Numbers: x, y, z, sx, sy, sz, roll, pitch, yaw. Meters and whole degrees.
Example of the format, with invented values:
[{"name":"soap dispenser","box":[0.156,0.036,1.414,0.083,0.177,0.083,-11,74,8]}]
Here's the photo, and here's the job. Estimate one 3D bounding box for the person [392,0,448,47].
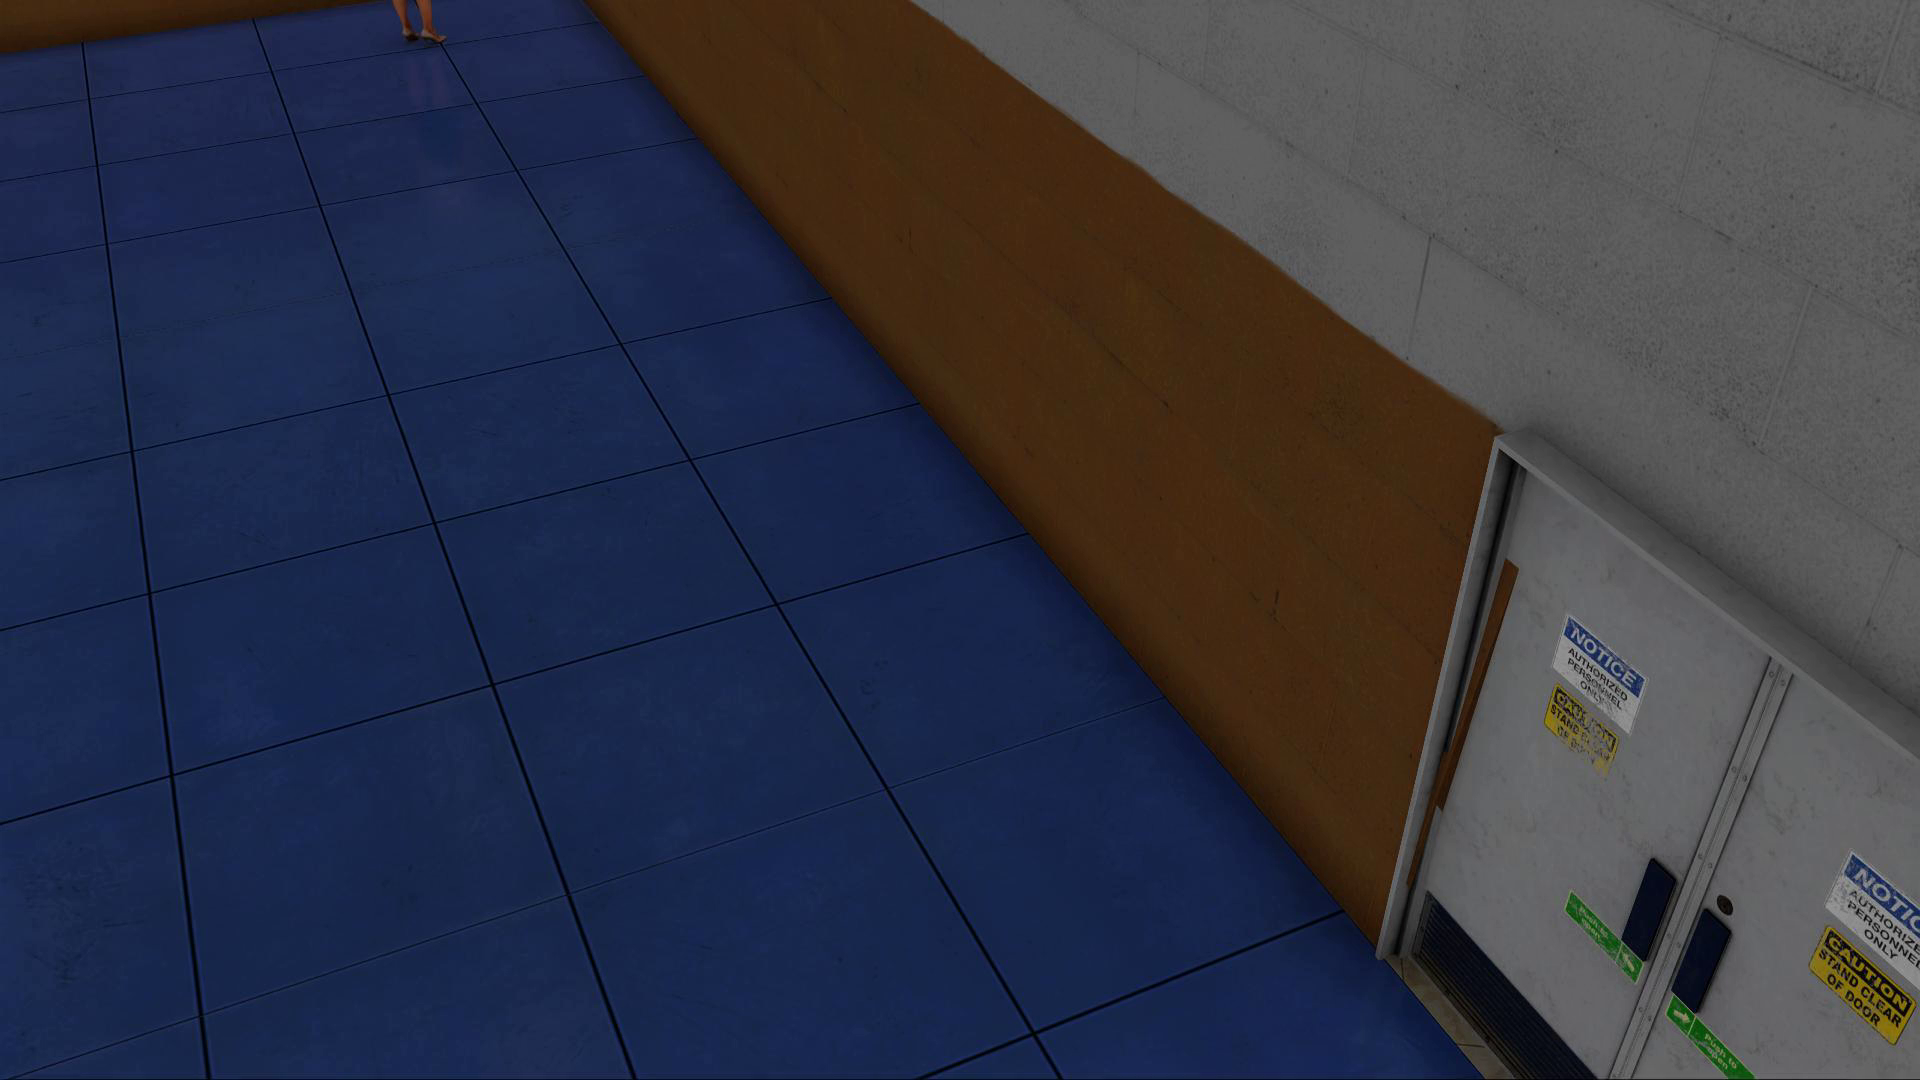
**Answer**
[{"name":"person","box":[-4.425,-4.788,13.139,0.688,1.754,0.764,10,38,13]}]
